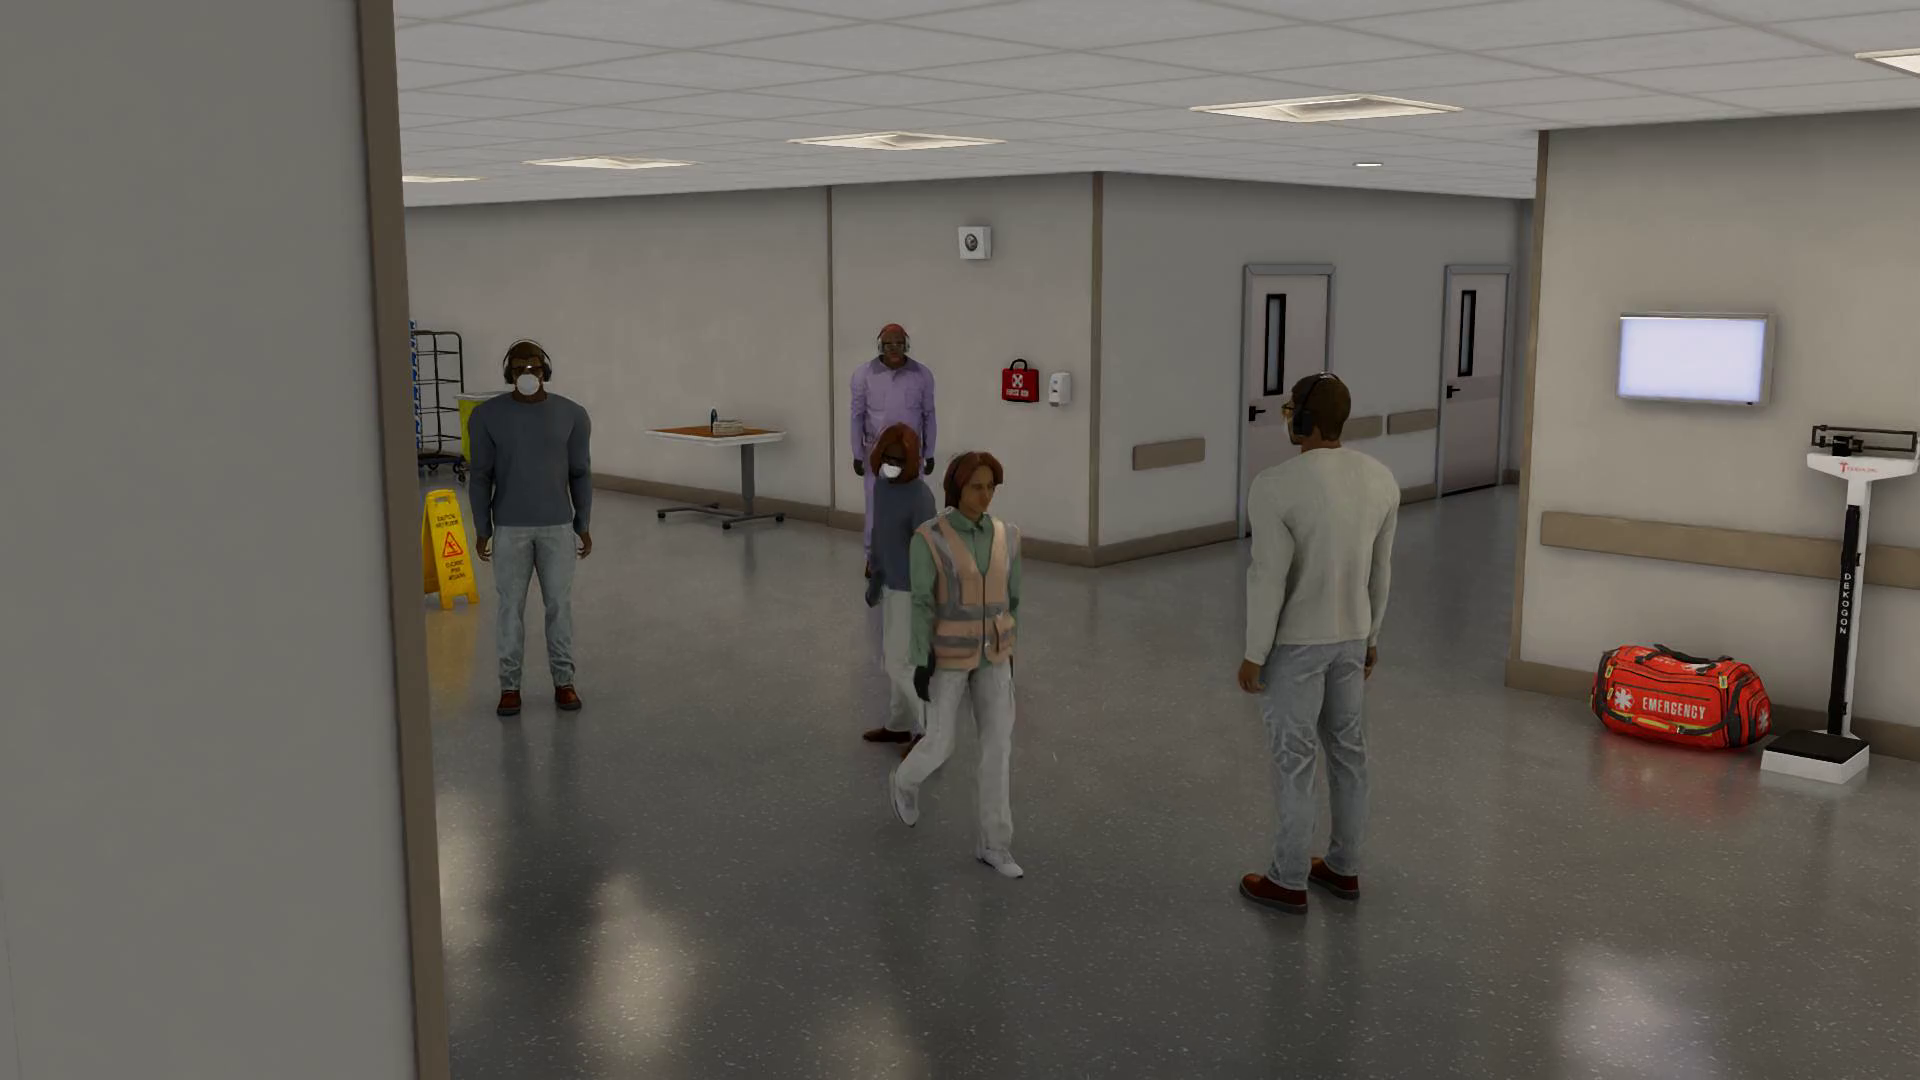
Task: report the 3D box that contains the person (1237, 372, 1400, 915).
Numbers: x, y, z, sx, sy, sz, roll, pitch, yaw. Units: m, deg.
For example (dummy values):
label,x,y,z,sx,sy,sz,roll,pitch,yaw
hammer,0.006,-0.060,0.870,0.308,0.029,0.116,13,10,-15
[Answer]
label,x,y,z,sx,sy,sz,roll,pitch,yaw
person,1.266,0.369,5.963,0.631,1.940,0.370,-5,11,-29

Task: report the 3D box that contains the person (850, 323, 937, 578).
label,x,y,z,sx,sy,sz,roll,pitch,yaw
person,-0.494,-0.658,12.390,0.648,1.899,0.397,-1,9,-8

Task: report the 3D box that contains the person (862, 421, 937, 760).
label,x,y,z,sx,sy,sz,roll,pitch,yaw
person,-0.284,0.232,7.814,0.336,1.605,0.664,-4,10,-21

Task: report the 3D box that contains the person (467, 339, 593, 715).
label,x,y,z,sx,sy,sz,roll,pitch,yaw
person,-2.212,-0.066,8.631,0.630,1.940,0.372,-3,10,-19

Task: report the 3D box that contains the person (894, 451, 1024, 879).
label,x,y,z,sx,sy,sz,roll,pitch,yaw
person,-0.004,0.450,6.444,0.521,1.618,0.684,-5,11,-29
